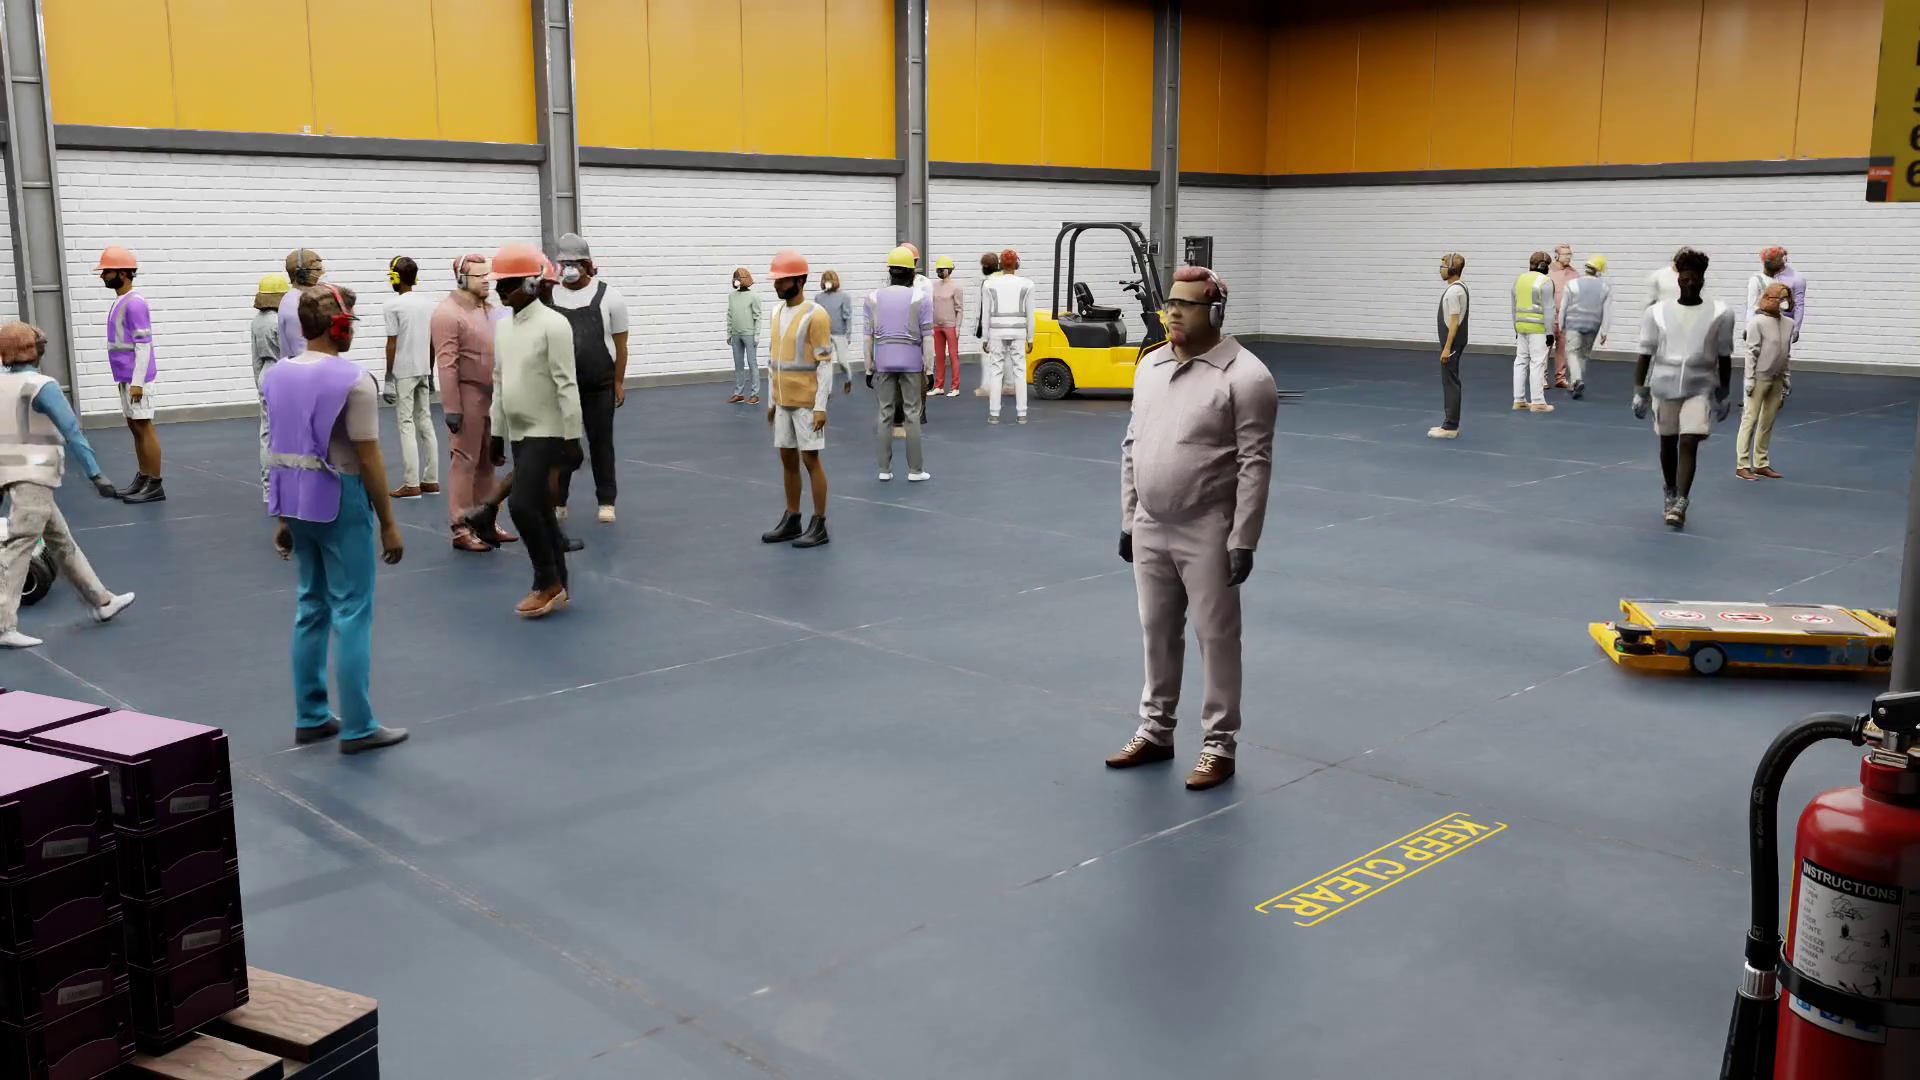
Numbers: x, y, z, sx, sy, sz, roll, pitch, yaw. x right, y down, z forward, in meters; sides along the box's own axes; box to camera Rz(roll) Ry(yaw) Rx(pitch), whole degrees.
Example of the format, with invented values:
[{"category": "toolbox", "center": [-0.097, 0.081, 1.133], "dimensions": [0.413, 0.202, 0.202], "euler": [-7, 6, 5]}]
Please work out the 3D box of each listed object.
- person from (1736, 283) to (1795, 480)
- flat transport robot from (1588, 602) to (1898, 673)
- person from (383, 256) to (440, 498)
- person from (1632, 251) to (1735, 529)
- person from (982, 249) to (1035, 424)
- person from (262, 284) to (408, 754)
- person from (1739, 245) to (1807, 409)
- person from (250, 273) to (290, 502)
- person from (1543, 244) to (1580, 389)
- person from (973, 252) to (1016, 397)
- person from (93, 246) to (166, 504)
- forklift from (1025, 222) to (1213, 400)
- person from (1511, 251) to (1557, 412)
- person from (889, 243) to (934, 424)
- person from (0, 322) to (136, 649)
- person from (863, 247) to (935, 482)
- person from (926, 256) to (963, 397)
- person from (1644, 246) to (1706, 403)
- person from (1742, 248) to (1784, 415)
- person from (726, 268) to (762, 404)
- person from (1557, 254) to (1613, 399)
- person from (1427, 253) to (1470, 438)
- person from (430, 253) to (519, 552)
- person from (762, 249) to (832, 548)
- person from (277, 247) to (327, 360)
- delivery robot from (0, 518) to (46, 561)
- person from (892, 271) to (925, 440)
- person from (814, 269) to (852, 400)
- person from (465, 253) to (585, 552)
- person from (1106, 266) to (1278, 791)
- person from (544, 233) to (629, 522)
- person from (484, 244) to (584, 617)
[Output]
[{"category": "person", "center": [6.715, -1.315, 13.824], "dimensions": [0.501, 1.633, 0.285], "euler": [-5, 11, -24]}, {"category": "flat transport robot", "center": [3.796, 0.458, 7.876], "dimensions": [1.431, 0.197, 0.652], "euler": [2, 10, 9]}, {"category": "person", "center": [-4.261, -1.253, 12.867], "dimensions": [0.337, 1.866, 0.529], "euler": [5, 11, 24]}, {"category": "person", "center": [5.065, -1.061, 11.671], "dimensions": [0.618, 1.911, 1.033], "euler": [5, 12, 27]}, {"category": "person", "center": [0.520, -2.180, 17.902], "dimensions": [0.570, 1.877, 0.353], "euler": [0, 10, 1]}, {"category": "person", "center": [-2.475, -0.073, 6.519], "dimensions": [0.579, 1.834, 0.392], "euler": [6, 12, 29]}, {"category": "person", "center": [9.515, -2.494, 19.510], "dimensions": [0.652, 1.906, 0.402], "euler": [10, 14, 43]}, {"category": "person", "center": [-5.124, -1.137, 12.553], "dimensions": [0.493, 1.743, 0.295], "euler": [8, 13, 36]}, {"category": "person", "center": [7.903, -2.943, 21.948], "dimensions": [0.643, 1.912, 0.410], "euler": [-3, 11, -16]}, {"category": "person", "center": [0.444, -2.708, 20.955], "dimensions": [0.475, 1.812, 0.671], "euler": [5, 11, 24]}, {"category": "person", "center": [-6.296, -1.245, 12.611], "dimensions": [0.362, 1.939, 0.542], "euler": [-8, 13, -37]}, {"category": "forklift", "center": [1.935, -2.847, 20.651], "dimensions": [2.313, 2.155, 1.214], "euler": [2, 11, 13]}, {"category": "person", "center": [6.636, -2.399, 19.192], "dimensions": [0.429, 1.838, 0.621], "euler": [-4, 11, -23]}, {"category": "person", "center": [-0.555, -2.202, 17.834], "dimensions": [0.551, 1.937, 0.357], "euler": [6, 12, 29]}, {"category": "person", "center": [-4.560, -0.286, 8.325], "dimensions": [0.590, 1.586, 0.859], "euler": [7, 12, 33]}, {"category": "person", "center": [-0.494, -1.433, 13.666], "dimensions": [0.596, 1.925, 0.372], "euler": [2, 11, 12]}, {"category": "person", "center": [-0.189, -2.680, 20.905], "dimensions": [0.523, 1.769, 0.314], "euler": [9, 13, 39]}, {"category": "person", "center": [8.549, -2.567, 19.926], "dimensions": [0.651, 1.897, 0.516], "euler": [4, 11, 19]}, {"category": "person", "center": [9.057, -2.327, 18.683], "dimensions": [0.600, 1.878, 0.403], "euler": [-7, 13, -34]}, {"category": "person", "center": [-2.611, -2.457, 20.053], "dimensions": [0.505, 1.633, 0.279], "euler": [6, 12, 31]}, {"category": "person", "center": [7.728, -2.633, 20.589], "dimensions": [0.607, 1.794, 0.782], "euler": [2, 11, 9]}, {"category": "person", "center": [4.906, -1.941, 16.661], "dimensions": [0.334, 1.845, 0.513], "euler": [4, 11, 22]}, {"category": "person", "center": [-3.115, -0.889, 10.761], "dimensions": [0.404, 1.906, 0.652], "euler": [3, 11, 14]}, {"category": "person", "center": [-1.081, -0.912, 10.807], "dimensions": [0.551, 1.932, 0.378], "euler": [10, 14, 44]}, {"category": "person", "center": [-4.335, -0.967, 11.092], "dimensions": [0.371, 1.941, 0.627], "euler": [-4, 11, -22]}, {"category": "delivery robot", "center": [-5.435, 0.030, 9.179], "dimensions": [0.707, 0.478, 0.477], "euler": [-4, 11, -23]}, {"category": "person", "center": [-0.530, -1.852, 16.614], "dimensions": [0.555, 1.671, 0.616], "euler": [7, 12, 33]}, {"category": "person", "center": [-1.554, -2.548, 20.599], "dimensions": [0.508, 1.611, 0.689], "euler": [3, 11, 16]}, {"category": "person", "center": [-2.755, -0.840, 10.475], "dimensions": [0.623, 1.915, 0.558], "euler": [-8, 13, -37]}, {"category": "person", "center": [0.835, -0.044, 6.154], "dimensions": [0.409, 1.908, 0.642], "euler": [-10, 15, -44]}, {"category": "person", "center": [-2.684, -1.130, 11.703], "dimensions": [0.683, 2.000, 0.536], "euler": [0, 10, 0]}, {"category": "person", "center": [-2.303, -0.563, 8.783], "dimensions": [0.568, 1.970, 0.661], "euler": [-10, 14, -44]}]
